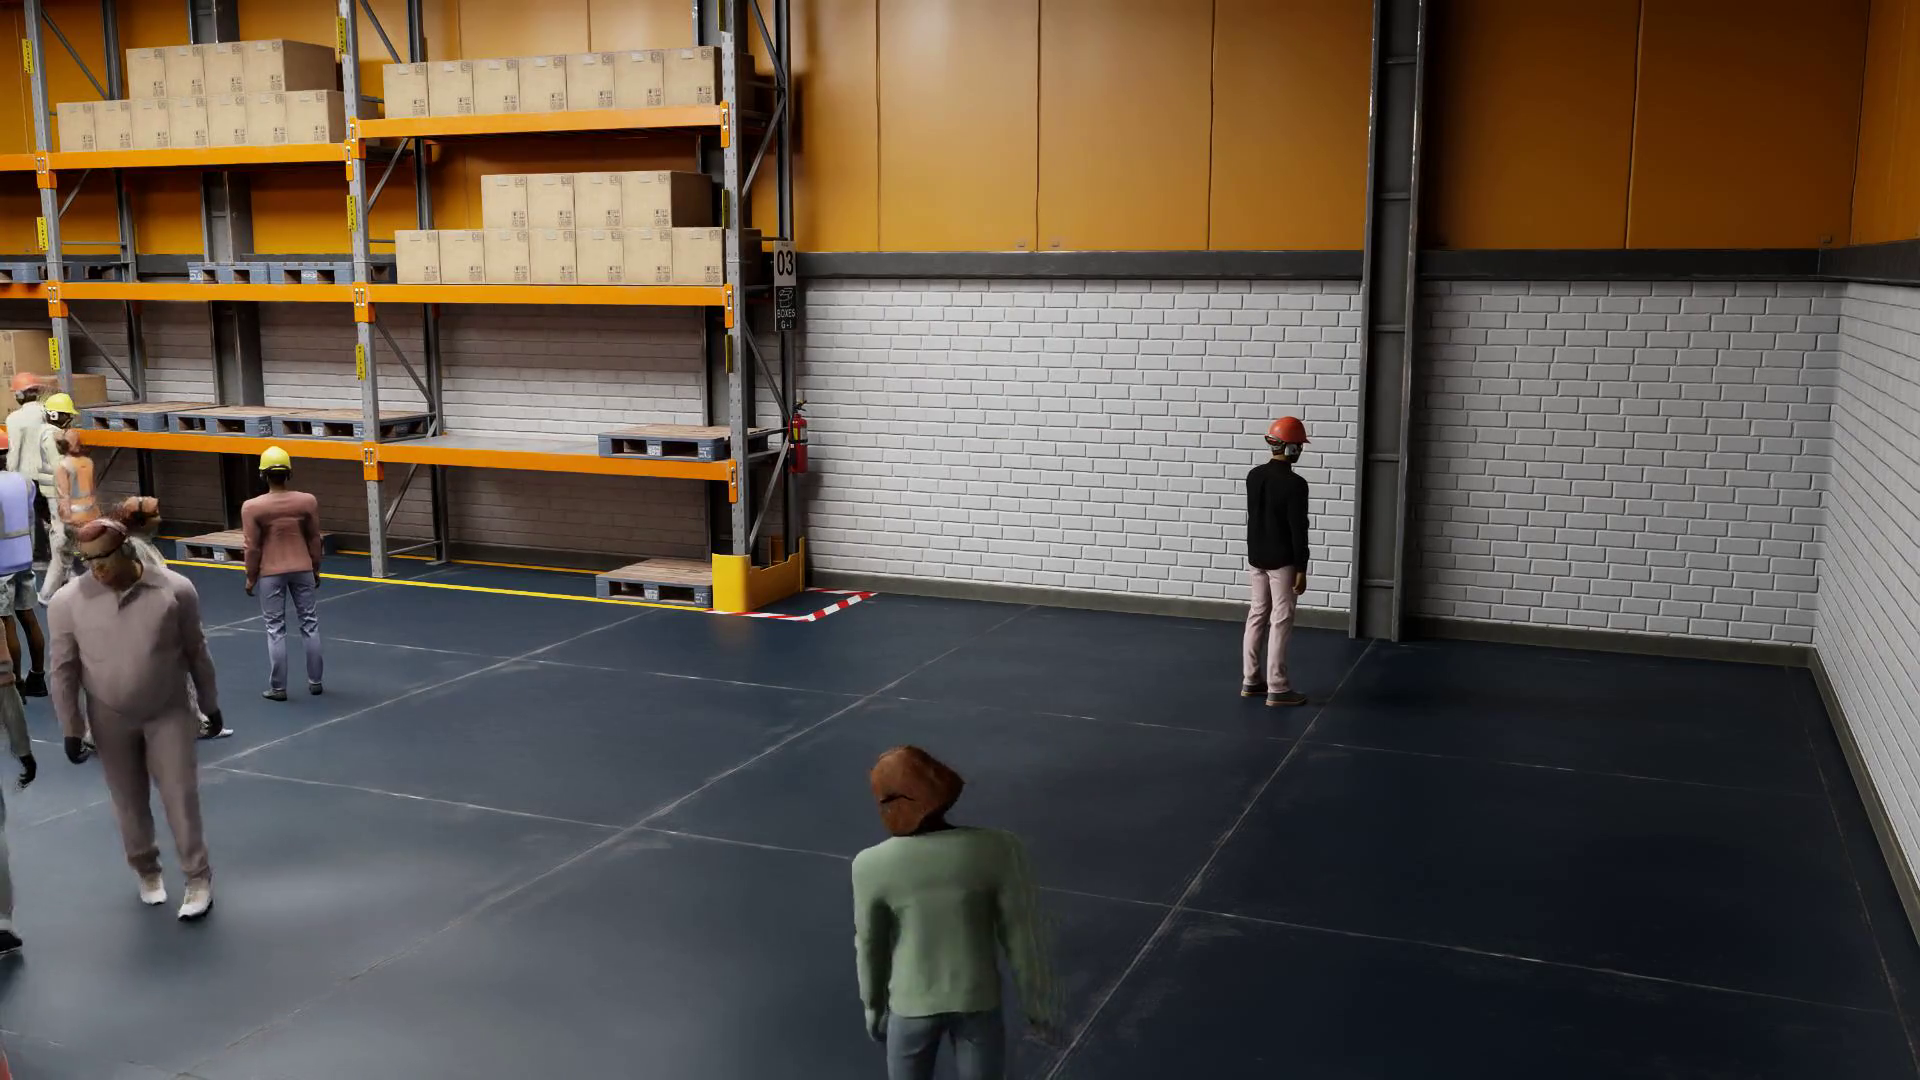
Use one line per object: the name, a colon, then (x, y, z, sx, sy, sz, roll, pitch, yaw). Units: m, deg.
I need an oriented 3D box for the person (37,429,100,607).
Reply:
person: (-7.769, -0.181, 14.562, 0.876, 1.588, 0.538, 1, 9, 7)

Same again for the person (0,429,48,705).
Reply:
person: (-6.566, 0.174, 11.398, 0.366, 1.939, 0.542, 2, 9, 9)

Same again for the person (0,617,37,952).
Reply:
person: (-4.325, 0.904, 7.112, 0.655, 1.887, 0.415, -5, 11, -29)

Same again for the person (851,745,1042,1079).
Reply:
person: (0.008, 1.398, 4.981, 0.643, 1.609, 0.324, 0, 9, -1)

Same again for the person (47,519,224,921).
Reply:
person: (-3.775, 0.830, 7.654, 0.712, 1.865, 0.750, -4, 10, -24)

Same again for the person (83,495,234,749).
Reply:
person: (-5.062, 0.517, 10.337, 0.822, 1.599, 0.518, -2, 10, -13)

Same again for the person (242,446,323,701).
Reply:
person: (-4.698, 0.234, 11.554, 0.522, 1.769, 0.318, -8, 12, -39)

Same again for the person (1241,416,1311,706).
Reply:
person: (2.199, 0.145, 11.432, 0.401, 1.987, 0.612, -5, 11, -28)

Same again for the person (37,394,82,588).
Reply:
person: (-8.374, -0.452, 15.539, 0.403, 1.824, 0.586, -6, 11, -33)

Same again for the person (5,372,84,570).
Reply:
person: (-9.037, -0.663, 16.379, 0.583, 1.973, 0.618, 2, 10, 13)
